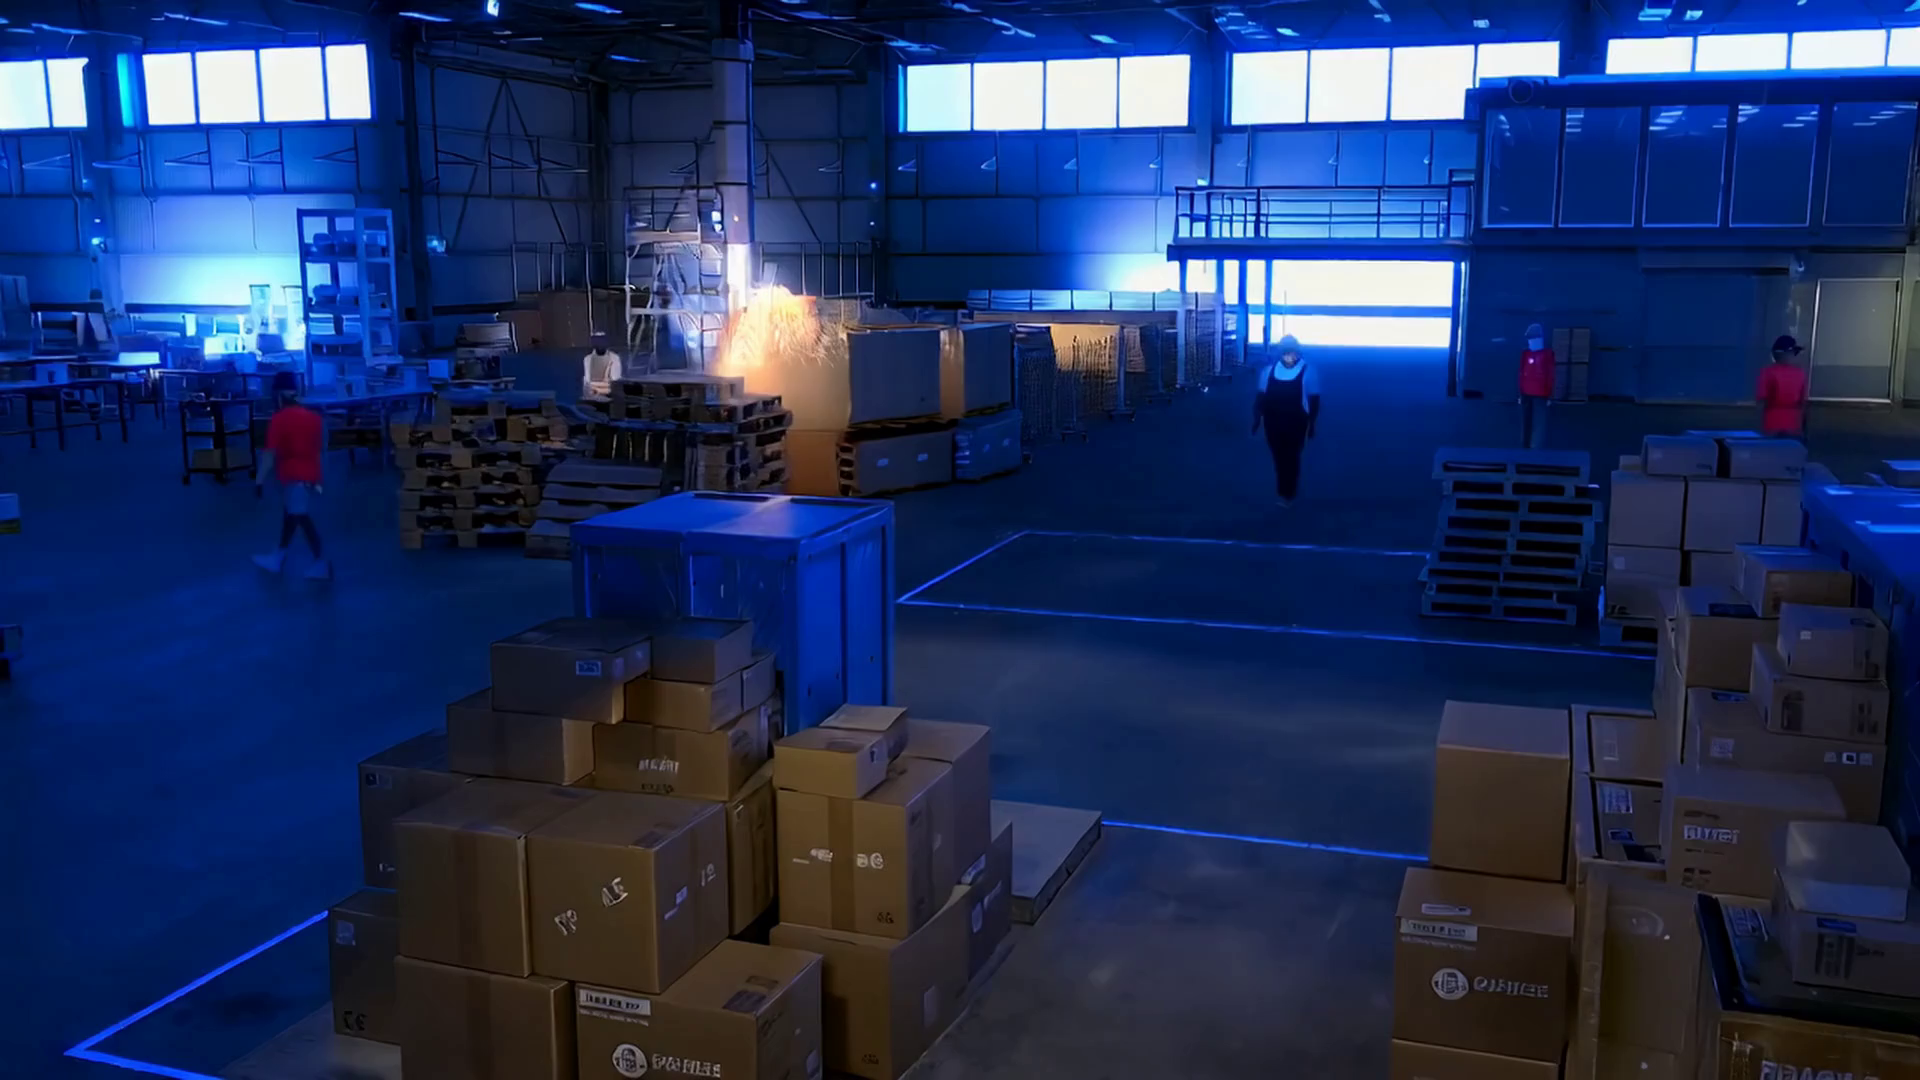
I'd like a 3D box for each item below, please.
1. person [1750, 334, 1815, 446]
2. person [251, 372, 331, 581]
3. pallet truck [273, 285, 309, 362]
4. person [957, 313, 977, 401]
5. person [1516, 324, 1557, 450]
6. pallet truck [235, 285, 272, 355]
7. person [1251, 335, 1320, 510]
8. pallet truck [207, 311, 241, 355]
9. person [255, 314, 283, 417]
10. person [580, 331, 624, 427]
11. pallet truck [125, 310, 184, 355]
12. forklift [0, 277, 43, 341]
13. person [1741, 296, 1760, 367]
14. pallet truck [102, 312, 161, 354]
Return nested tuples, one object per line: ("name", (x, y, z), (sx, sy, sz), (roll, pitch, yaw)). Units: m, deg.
("person", (9.237, -1.291, 18.722), (0.639, 2.041, 0.407), (1, 10, 4))
("person", (-6.140, -0.575, 15.103), (0.963, 1.891, 0.549), (3, 10, 14))
("pallet truck", (-17.147, -5.700, 43.663), (0.823, 1.965, 1.885), (3, 11, 17))
("person", (0.141, -3.556, 32.355), (0.436, 1.722, 0.661), (7, 12, 34))
("person", (8.151, -2.101, 23.618), (0.385, 1.917, 0.584), (-7, 12, -34))
("pallet truck", (-18.327, -5.835, 44.421), (0.823, 1.965, 1.885), (4, 11, 23))
("person", (3.697, -1.368, 19.141), (0.695, 2.000, 0.920), (6, 12, 32))
("pallet truck", (-19.537, -5.575, 44.913), (0.653, 1.274, 1.630), (3, 11, 19))
("person", (-11.708, -2.912, 28.321), (0.326, 1.871, 0.520), (8, 13, 39))
("person", (-4.913, -1.890, 22.594), (0.596, 1.851, 0.792), (4, 11, 21))
("pallet truck", (-22.038, -5.665, 45.457), (0.704, 1.261, 1.522), (3, 11, 17))
("forklift", (-27.151, -6.329, 46.328), (1.157, 1.987, 2.680), (3, 11, 17))
("person", (19.005, -5.012, 40.149), (0.653, 1.853, 0.990), (-7, 12, -36))
("pallet truck", (-23.057, -5.777, 46.261), (0.680, 1.201, 1.601), (3, 11, 19))
